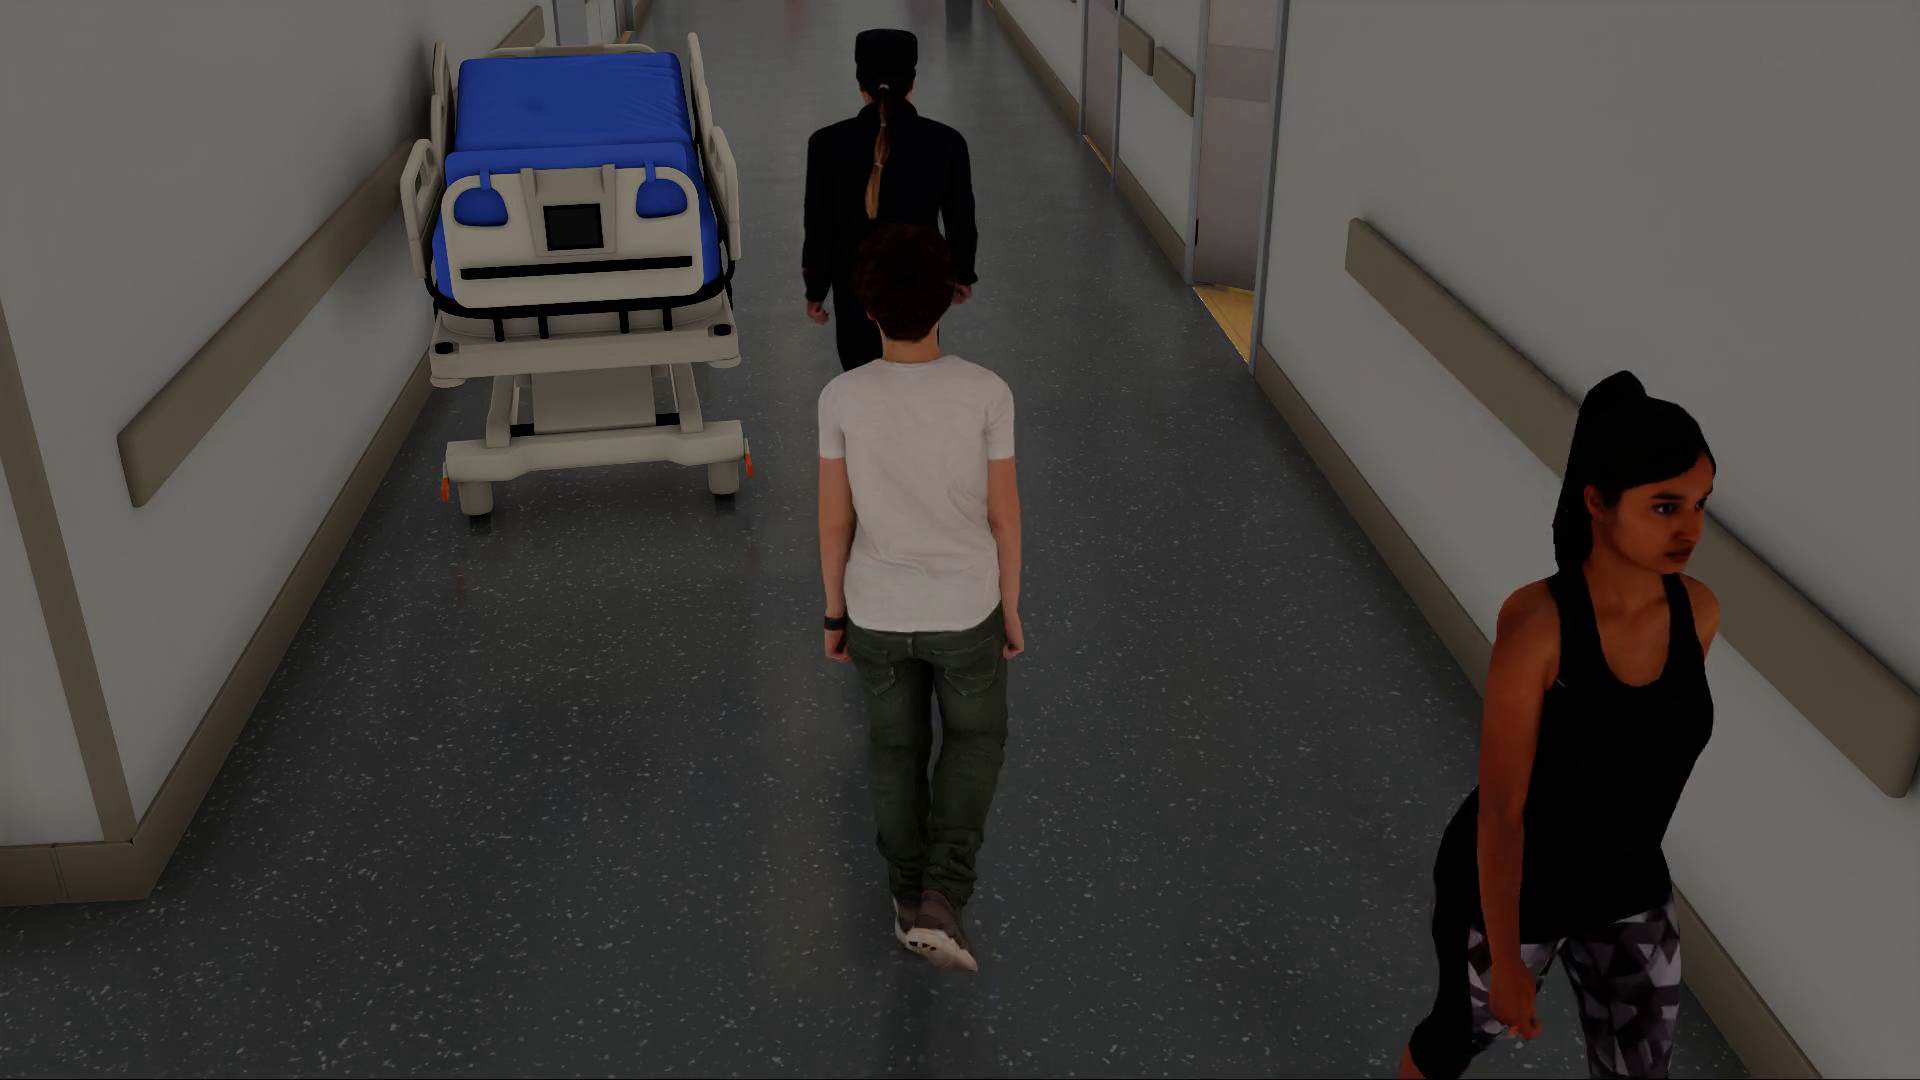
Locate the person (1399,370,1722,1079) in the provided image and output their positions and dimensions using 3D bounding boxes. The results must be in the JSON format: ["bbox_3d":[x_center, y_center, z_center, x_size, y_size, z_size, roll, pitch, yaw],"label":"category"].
[{"bbox_3d":[0.906,0.516,2.707,0.983,1.637,0.821,-9,27,-17],"label":"person"}]

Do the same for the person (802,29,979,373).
[{"bbox_3d":[-0.225,-0.711,5.252,0.911,1.637,0.770,-2,26,-5],"label":"person"}]

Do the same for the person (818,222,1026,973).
[{"bbox_3d":[-0.075,0.196,3.367,0.800,1.641,0.710,2,26,3],"label":"person"}]
